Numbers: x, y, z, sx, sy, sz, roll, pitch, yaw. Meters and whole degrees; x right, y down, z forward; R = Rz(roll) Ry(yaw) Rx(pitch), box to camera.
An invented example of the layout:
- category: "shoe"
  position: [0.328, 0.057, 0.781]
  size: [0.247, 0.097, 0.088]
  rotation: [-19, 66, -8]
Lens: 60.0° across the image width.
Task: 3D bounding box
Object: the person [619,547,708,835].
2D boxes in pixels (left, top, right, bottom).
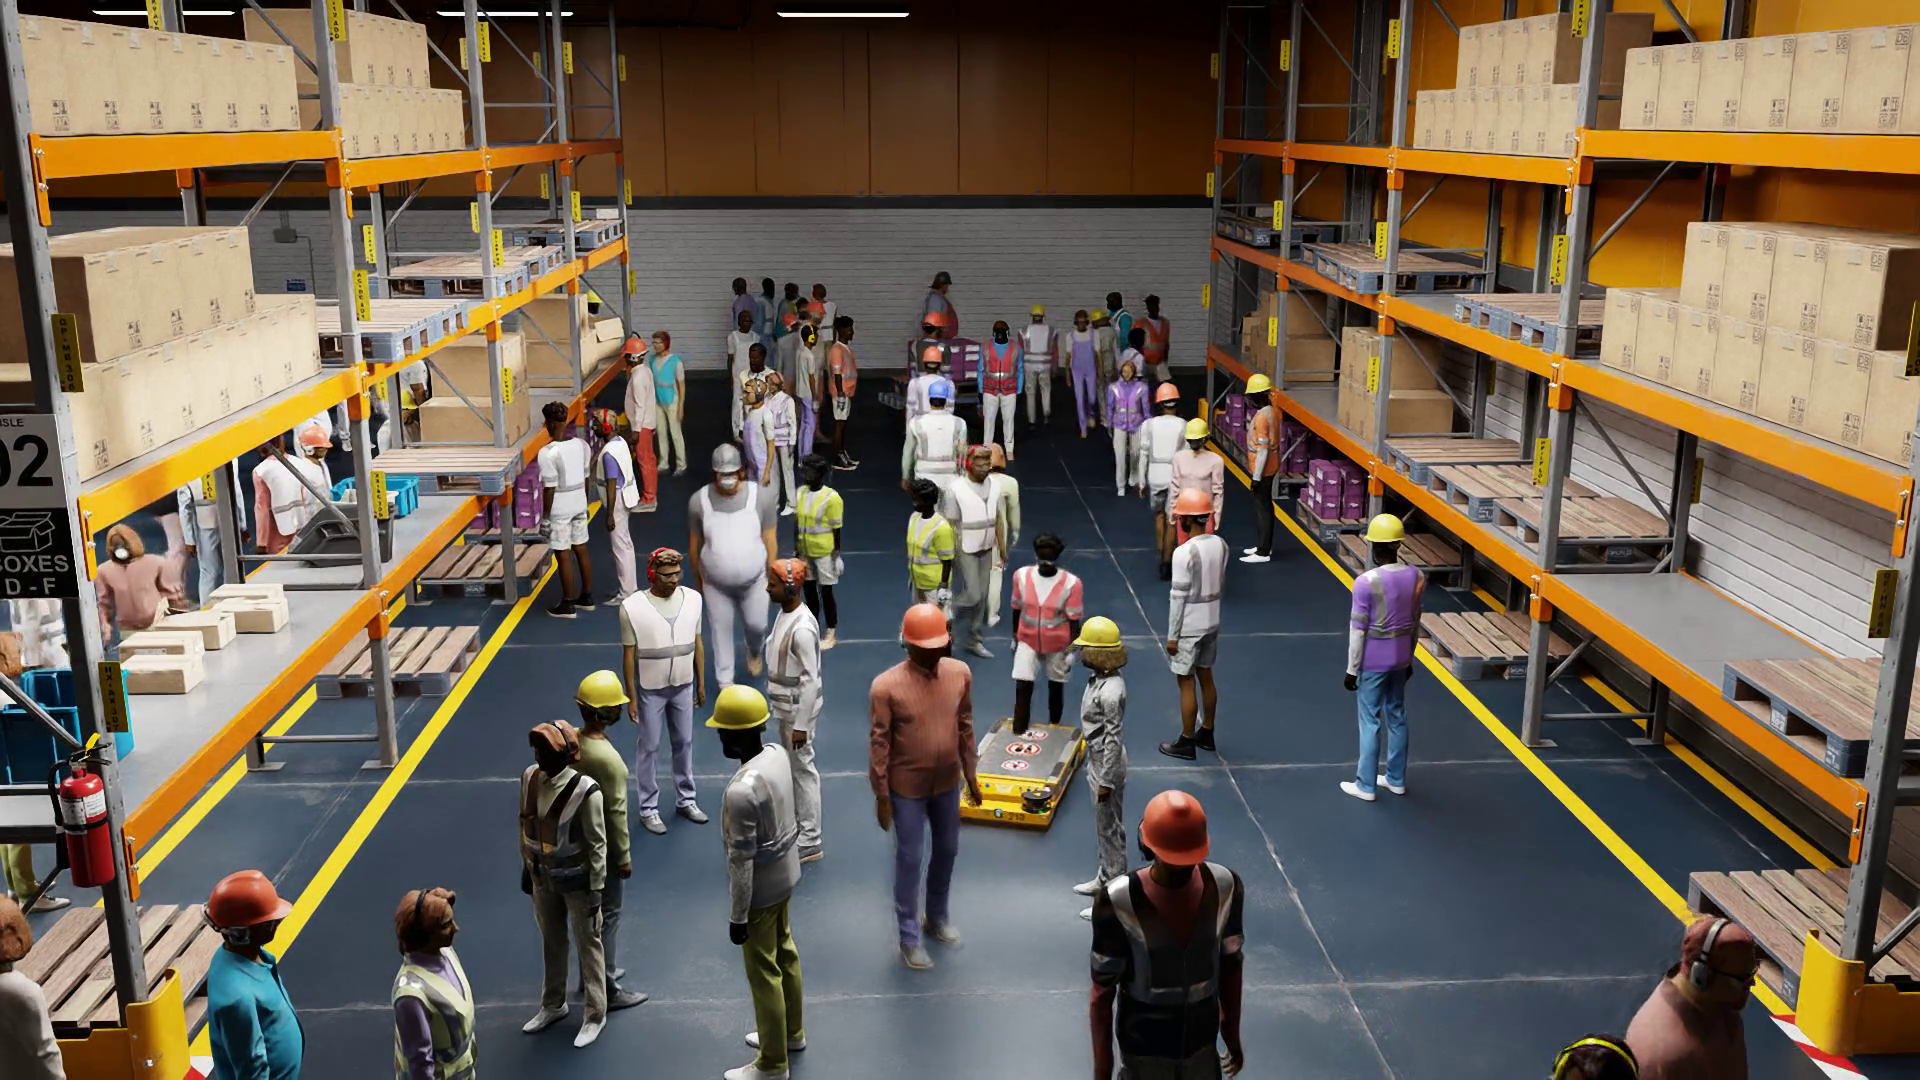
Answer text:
- category: "person"
  position: [-1.862, 0.930, 10.484]
  size: [0.560, 1.836, 0.394]
  rotation: [-11, 18, -36]

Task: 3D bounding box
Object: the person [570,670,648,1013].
- category: "person"
  position: [-1.791, 1.505, 8.383]
  size: [0.335, 1.760, 0.523]
  rotation: [-10, 18, -35]

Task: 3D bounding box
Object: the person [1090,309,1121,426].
- category: "person"
  position: [2.043, -2.547, 24.390]
  size: [0.523, 1.692, 0.796]
  rotation: [-5, 15, -18]

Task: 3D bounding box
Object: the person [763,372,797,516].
- category: "person"
  position: [-2.056, -1.092, 18.812]
  size: [0.523, 1.636, 0.310]
  rotation: [11, 18, 37]

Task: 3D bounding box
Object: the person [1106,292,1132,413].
- category: "person"
  position: [2.375, -2.872, 25.418]
  size: [0.429, 1.833, 0.637]
  rotation: [-5, 15, -20]

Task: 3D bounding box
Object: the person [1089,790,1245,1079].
- category: "person"
  position: [0.796, 1.892, 6.323]
  size: [0.612, 2.030, 0.403]
  rotation: [-4, 15, -15]

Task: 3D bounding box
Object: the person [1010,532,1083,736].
- category: "person"
  position: [0.572, 0.756, 11.508]
  size: [0.542, 1.649, 0.857]
  rotation: [4, 15, 16]

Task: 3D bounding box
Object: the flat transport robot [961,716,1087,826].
- category: "flat transport robot"
  position: [0.422, 1.531, 11.238]
  size: [0.652, 0.197, 1.431]
  rotation: [4, 15, 14]

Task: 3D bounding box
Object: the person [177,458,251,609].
- category: "person"
  position: [-6.436, -0.089, 14.348]
  size: [0.408, 1.907, 0.598]
  rotation: [8, 16, 29]

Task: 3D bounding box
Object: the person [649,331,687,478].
- category: "person"
  position: [-3.657, -1.705, 20.815]
  size: [0.570, 1.844, 0.378]
  rotation: [10, 18, 35]

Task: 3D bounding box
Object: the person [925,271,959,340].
- category: "person"
  position: [-0.381, -3.351, 26.872]
  size: [0.749, 2.000, 0.692]
  rotation: [2, 14, 7]

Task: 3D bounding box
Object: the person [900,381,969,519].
- category: "person"
  position: [-0.270, -0.620, 16.398]
  size: [0.629, 1.906, 0.851]
  rotation: [-4, 15, -14]

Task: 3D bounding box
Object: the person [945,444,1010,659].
- category: "person"
  position: [0.108, 0.094, 13.784]
  size: [0.456, 1.825, 0.561]
  rotation: [13, 19, 42]

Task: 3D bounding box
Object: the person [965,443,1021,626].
- category: "person"
  position: [0.276, -0.072, 14.845]
  size: [0.538, 1.611, 0.572]
  rotation: [3, 15, 10]

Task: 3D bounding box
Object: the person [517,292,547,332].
- category: "person"
  position: [-6.454, -2.882, 25.395]
  size: [0.656, 1.868, 0.419]
  rotation: [-5, 15, -20]

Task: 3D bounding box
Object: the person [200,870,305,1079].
- category: "person"
  position: [-2.604, 2.053, 6.230]
  size: [0.326, 1.752, 0.563]
  rotation: [-6, 16, -23]

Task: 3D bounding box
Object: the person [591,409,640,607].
- category: "person"
  position: [-3.155, -0.305, 15.335]
  size: [0.393, 1.836, 0.561]
  rotation: [-1, 14, -5]

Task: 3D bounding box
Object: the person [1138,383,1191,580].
- category: "person"
  position: [2.068, -0.590, 16.302]
  size: [0.579, 1.901, 0.710]
  rotation: [5, 15, 18]

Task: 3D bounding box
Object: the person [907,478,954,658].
- category: "person"
  position: [-0.244, 0.338, 13.088]
  size: [0.322, 1.690, 0.537]
  rotation: [-9, 17, -33]

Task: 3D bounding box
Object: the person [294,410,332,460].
- category: "person"
  position: [-6.984, -1.005, 17.982]
  size: [0.407, 1.894, 0.658]
  rotation: [-3, 15, -13]

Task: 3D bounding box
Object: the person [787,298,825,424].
- category: "person"
  position: [-2.262, -2.622, 24.426]
  size: [0.517, 1.836, 0.880]
  rotation: [-3, 15, -13]

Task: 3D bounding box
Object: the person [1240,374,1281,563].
- category: "person"
  position: [3.027, -0.717, 16.782]
  size: [0.392, 1.916, 0.588]
  rotation: [5, 15, 20]

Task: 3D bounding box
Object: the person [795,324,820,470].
- category: "person"
  position: [-1.923, -1.818, 21.224]
  size: [0.333, 1.860, 0.509]
  rotation: [-7, 16, -25]

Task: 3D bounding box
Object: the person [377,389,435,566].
- category: "person"
  position: [-5.482, -0.587, 16.464]
  size: [0.403, 1.824, 0.596]
  rotation: [4, 15, 15]

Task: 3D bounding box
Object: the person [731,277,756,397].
- category: "person"
  position: [-3.463, -3.238, 26.658]
  size: [0.375, 1.933, 0.625]
  rotation: [4, 15, 15]

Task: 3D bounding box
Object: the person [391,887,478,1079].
- category: "person"
  position: [-1.983, 2.088, 6.321]
  size: [0.308, 1.640, 0.511]
  rotation: [-2, 14, -6]

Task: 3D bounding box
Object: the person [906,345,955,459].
- category: "person"
  position: [-0.320, -1.252, 18.891]
  size: [0.544, 1.914, 0.870]
  rotation: [-4, 15, -14]

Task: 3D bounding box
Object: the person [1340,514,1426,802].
- category: "person"
  position: [2.769, 0.772, 10.945]
  size: [0.582, 1.919, 0.397]
  rotation: [-9, 17, -31]

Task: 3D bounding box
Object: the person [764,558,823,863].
- category: "person"
  position: [-1.006, 1.022, 10.020]
  size: [0.352, 1.881, 0.590]
  rotation: [-4, 15, -16]

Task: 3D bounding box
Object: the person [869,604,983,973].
- category: "person"
  position: [-0.180, 1.282, 8.820]
  size: [0.637, 1.983, 0.500]
  rotation: [-9, 17, -31]

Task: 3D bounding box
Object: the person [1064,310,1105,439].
- category: "person"
  position: [1.745, -2.338, 23.350]
  size: [0.569, 1.813, 0.577]
  rotation: [2, 14, 7]

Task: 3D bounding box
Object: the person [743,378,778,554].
- category: "person"
  position: [-2.062, -0.745, 17.033]
  size: [0.345, 1.847, 0.504]
  rotation: [-9, 17, -31]
